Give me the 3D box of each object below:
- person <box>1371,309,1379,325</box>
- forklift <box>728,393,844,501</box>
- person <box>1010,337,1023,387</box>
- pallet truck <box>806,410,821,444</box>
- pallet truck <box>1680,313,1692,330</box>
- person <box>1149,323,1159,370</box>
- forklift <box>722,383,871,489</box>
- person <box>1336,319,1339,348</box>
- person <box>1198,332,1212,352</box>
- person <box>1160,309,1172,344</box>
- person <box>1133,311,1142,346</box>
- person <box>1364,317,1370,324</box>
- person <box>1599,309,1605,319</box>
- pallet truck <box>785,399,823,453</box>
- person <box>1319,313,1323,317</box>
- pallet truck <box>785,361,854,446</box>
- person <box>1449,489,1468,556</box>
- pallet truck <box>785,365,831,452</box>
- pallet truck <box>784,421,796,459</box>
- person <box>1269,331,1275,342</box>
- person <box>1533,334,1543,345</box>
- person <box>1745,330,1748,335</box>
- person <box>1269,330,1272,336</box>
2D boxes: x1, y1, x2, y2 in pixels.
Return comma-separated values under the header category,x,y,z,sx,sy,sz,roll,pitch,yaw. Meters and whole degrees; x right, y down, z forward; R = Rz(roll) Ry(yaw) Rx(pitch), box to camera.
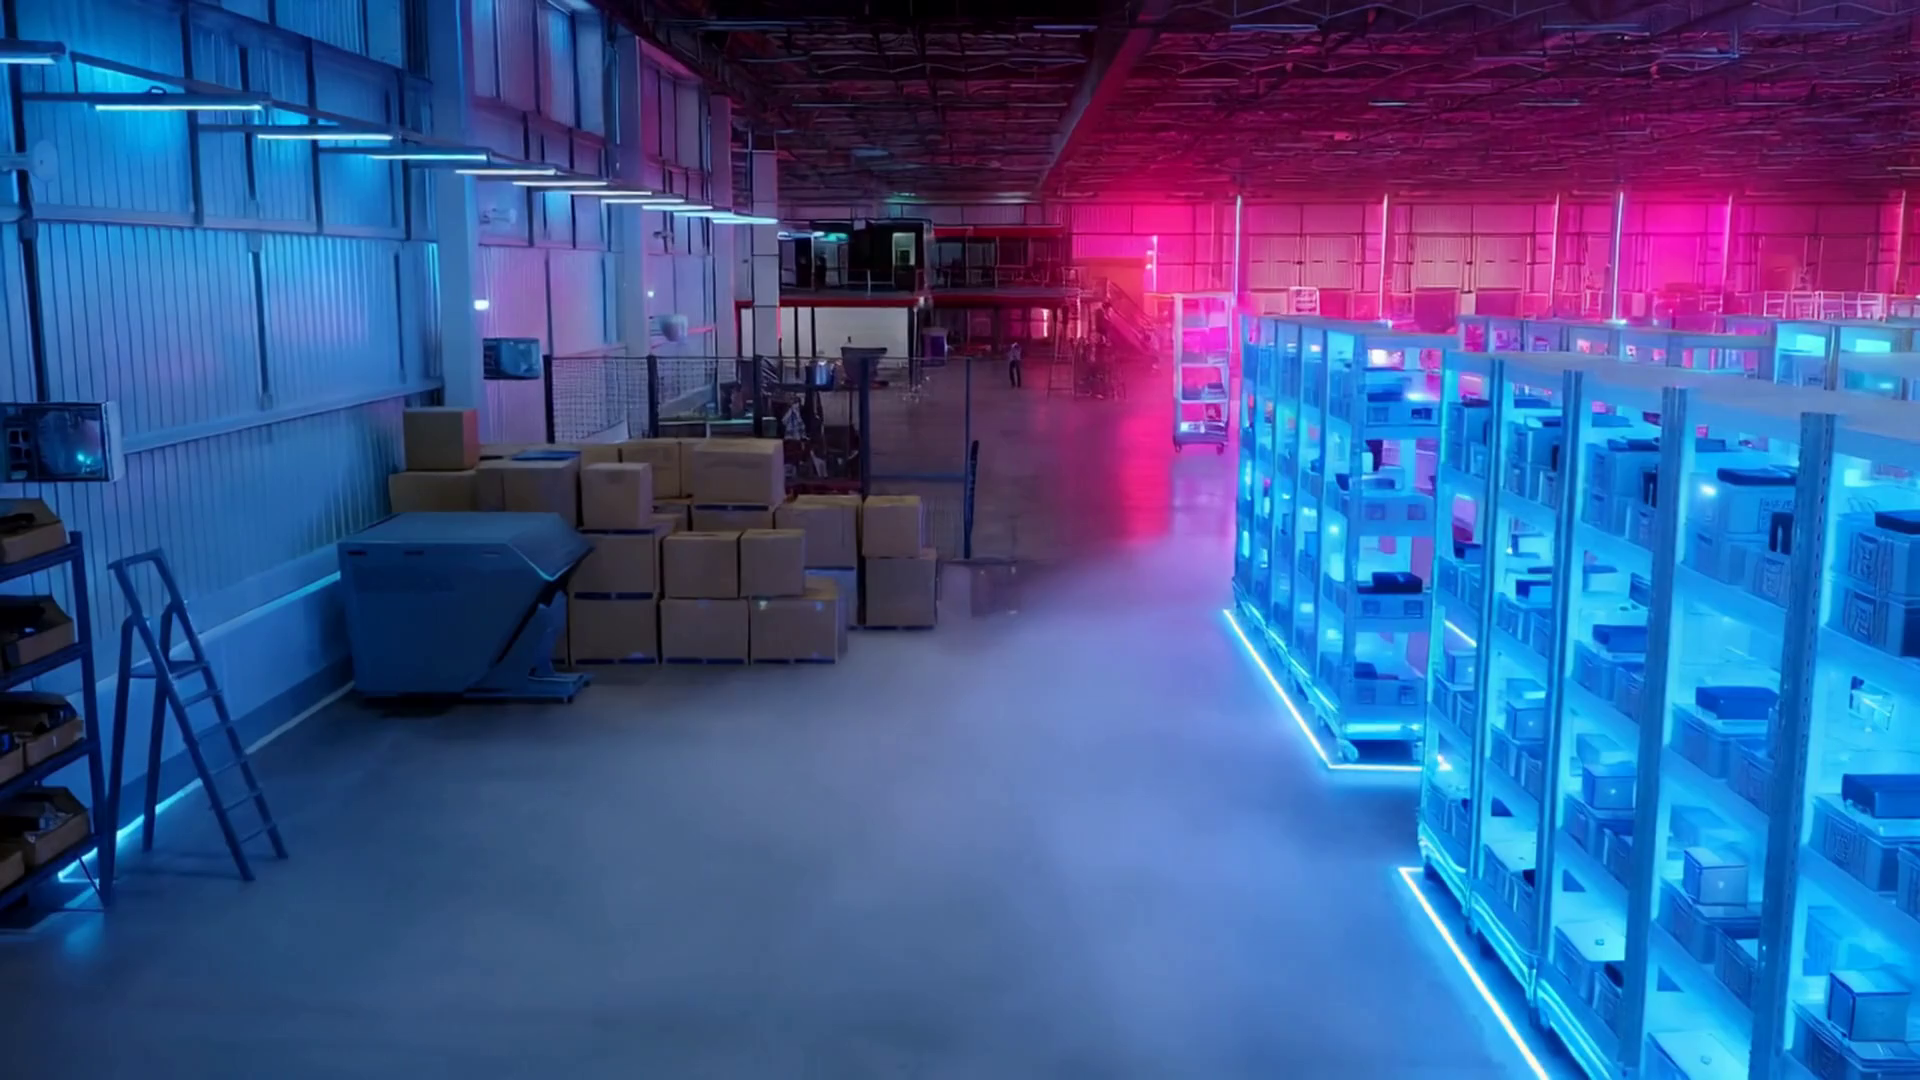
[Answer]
category,x,y,z,sx,sy,sz,roll,pitch,yaw
person,23.639,-12.183,94.634,0.543,1.932,0.376,-5,11,-29
forklift,-2.979,-1.316,26.476,2.680,1.987,1.157,0,9,1
person,1.981,-6.272,58.685,0.533,1.767,0.324,-6,11,-32
pallet truck,-3.559,-2.018,33.905,1.522,1.261,0.704,0,9,-1
pallet truck,36.315,-10.531,84.244,0.823,1.965,1.885,-6,11,-33
person,8.088,-8.030,69.059,0.392,1.918,0.589,8,12,40
forklift,-2.893,-1.687,28.729,2.680,1.987,1.157,0,9,-1
person,17.611,-9.481,78.192,0.563,1.859,0.532,1,9,9
person,11.421,-9.383,77.406,0.632,1.913,0.631,-4,10,-23
person,11.611,-12.005,93.475,0.622,1.946,1.001,3,10,21
person,9.607,-11.442,90.017,0.614,1.943,0.409,-8,12,-42
person,21.224,-10.837,87.077,0.542,1.682,0.625,-1,9,-3
person,36.248,-12.063,93.798,0.443,1.974,0.714,-2,10,-15
pallet truck,-3.814,-2.432,36.419,1.630,1.274,0.653,0,9,1
person,19.743,-11.540,91.167,0.531,1.772,0.301,-4,10,-25
pallet truck,-3.410,-3.193,38.978,1.885,1.965,0.823,0,9,-1
person,7.025,-0.488,22.397,0.902,1.954,0.666,4,10,23
pallet truck,-3.774,-2.976,37.635,1.885,1.965,0.823,1,9,5
pallet truck,-4.013,-1.793,32.705,1.601,1.201,0.680,0,9,1
person,12.525,-7.685,66.549,1.020,2.000,0.682,2,9,14
person,20.605,-6.472,59.564,0.566,1.886,1.011,0,9,0
person,40.553,-10.782,86.250,0.740,1.854,0.626,-8,12,-42
person,13.713,-8.626,72.435,0.832,2.019,0.618,-8,12,-40
